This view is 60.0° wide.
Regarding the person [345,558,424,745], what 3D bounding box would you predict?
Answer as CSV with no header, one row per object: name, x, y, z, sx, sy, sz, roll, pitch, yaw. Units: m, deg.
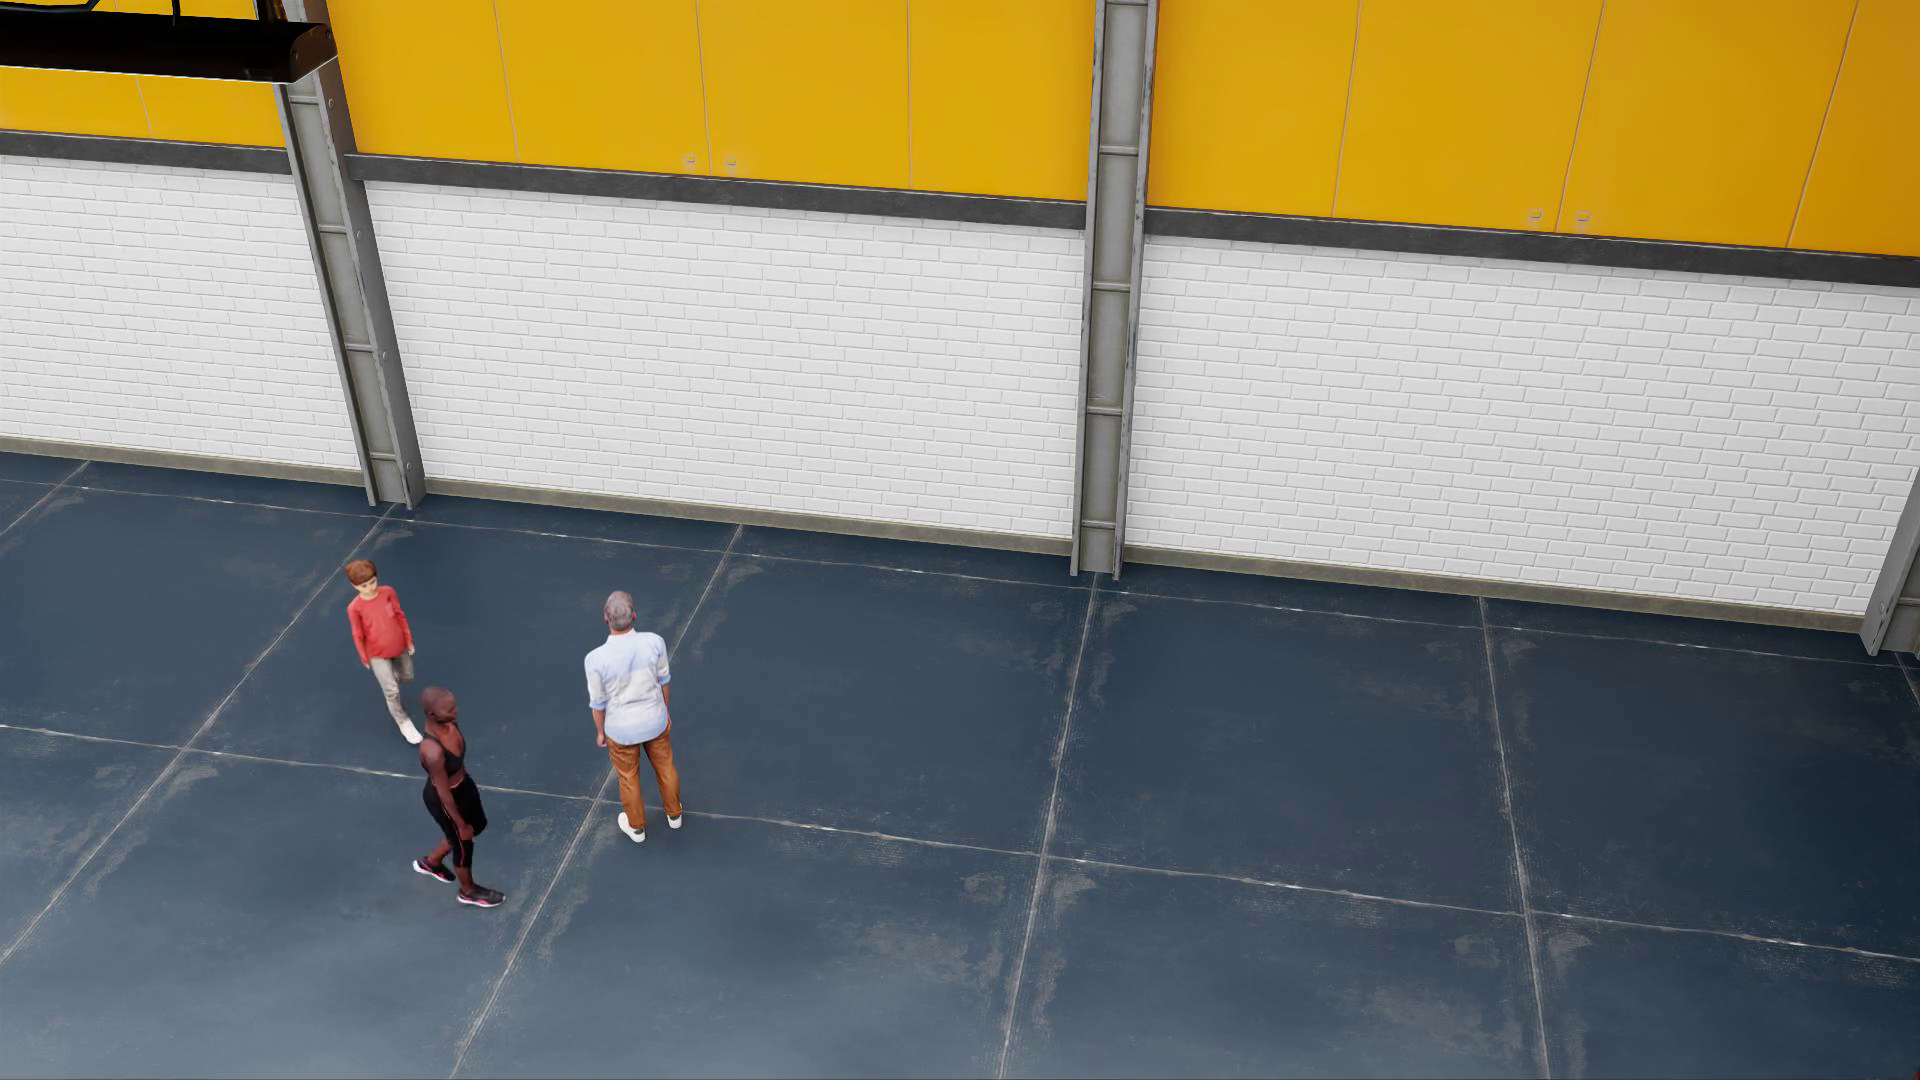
person,-3.947,0.706,11.373,0.920,1.401,0.787,29,43,36

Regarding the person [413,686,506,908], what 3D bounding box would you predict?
person,-3.094,1.533,9.820,0.825,1.742,0.715,-2,34,-3

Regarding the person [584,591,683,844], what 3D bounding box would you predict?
person,-2.022,1.111,10.378,0.731,1.827,0.828,-15,37,-22
